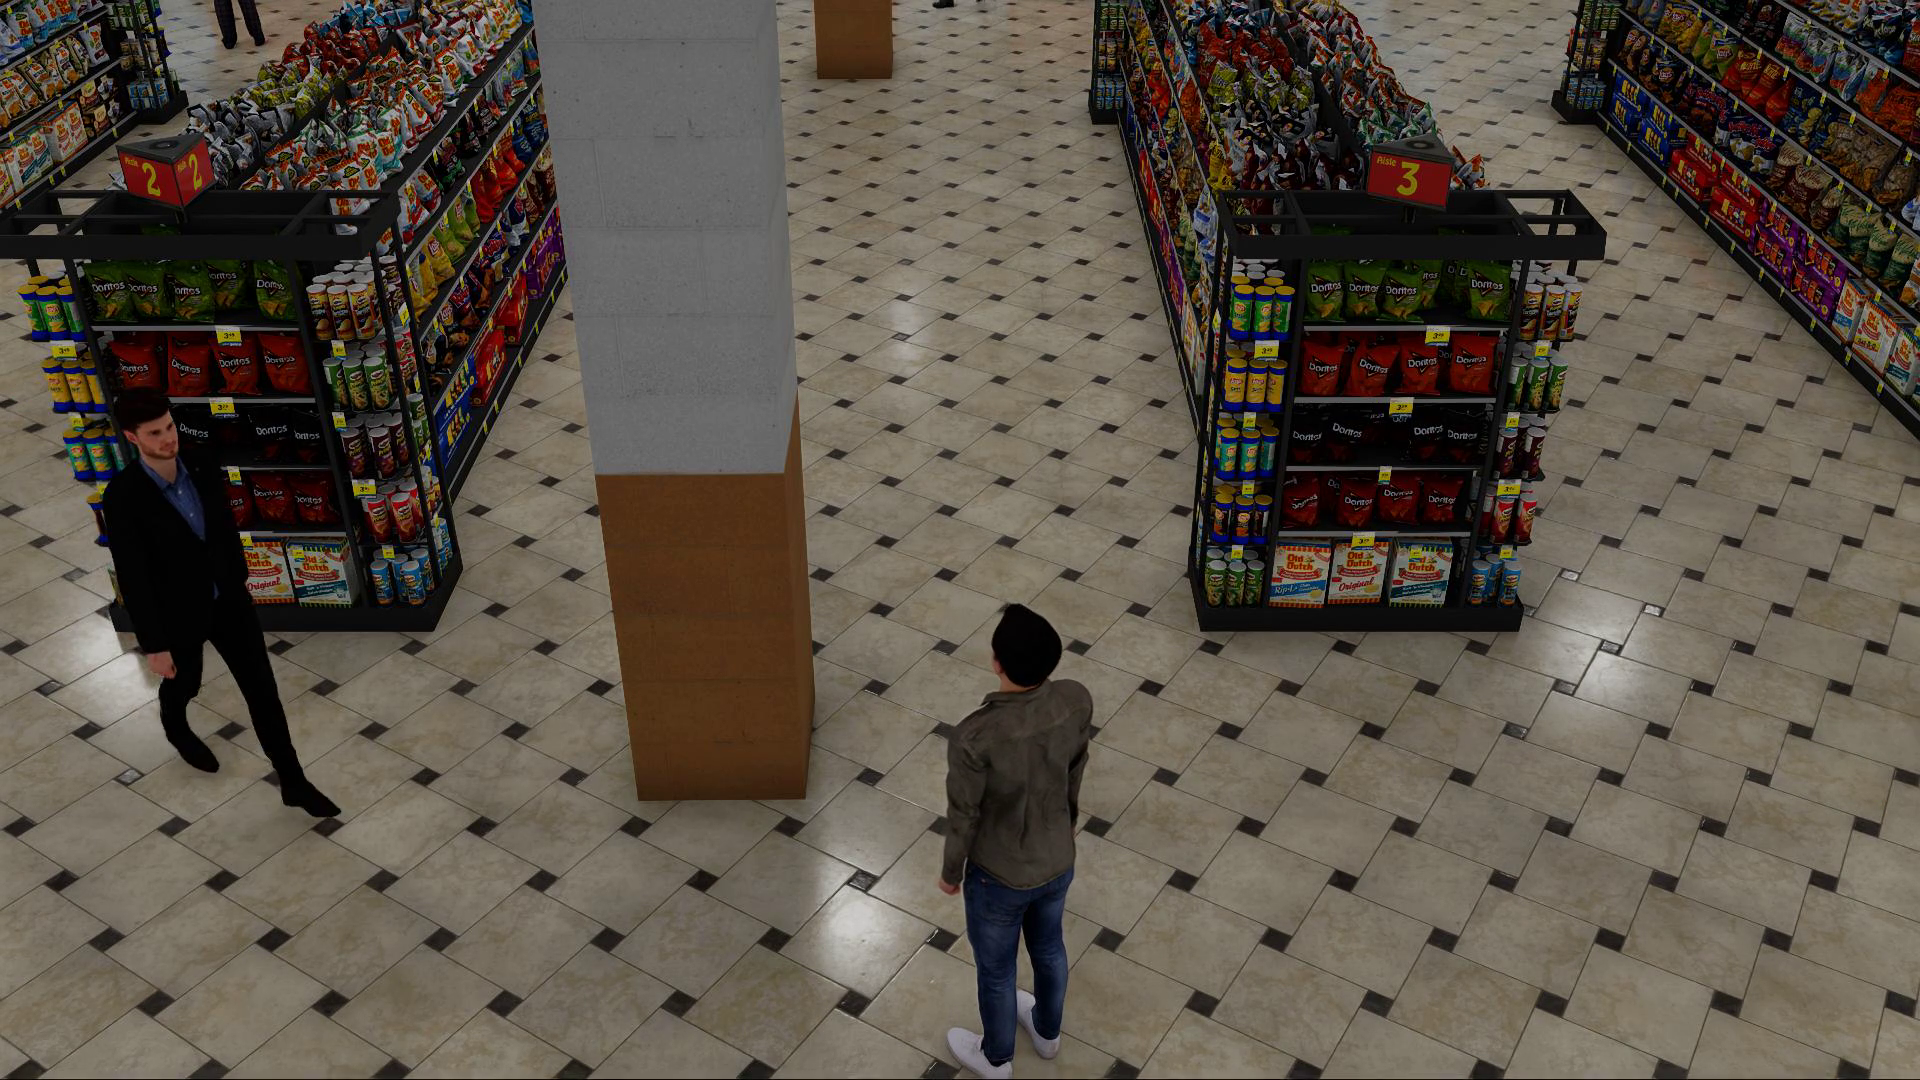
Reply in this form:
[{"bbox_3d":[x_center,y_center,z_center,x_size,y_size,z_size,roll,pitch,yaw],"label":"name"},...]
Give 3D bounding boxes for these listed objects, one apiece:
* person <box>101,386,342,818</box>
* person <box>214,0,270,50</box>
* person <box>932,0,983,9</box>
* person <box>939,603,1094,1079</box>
[{"bbox_3d":[-3.032,0.244,6.485,1.206,1.846,1.278,19,36,27],"label":"person"},{"bbox_3d":[-7.112,-5.706,16.022,0.724,1.872,0.670,-10,33,-16],"label":"person"},{"bbox_3d":[0.046,-6.238,17.421,0.601,1.298,0.827,-4,32,-6],"label":"person"},{"bbox_3d":[0.189,0.999,5.251,0.793,1.866,0.809,-21,37,-29],"label":"person"}]
